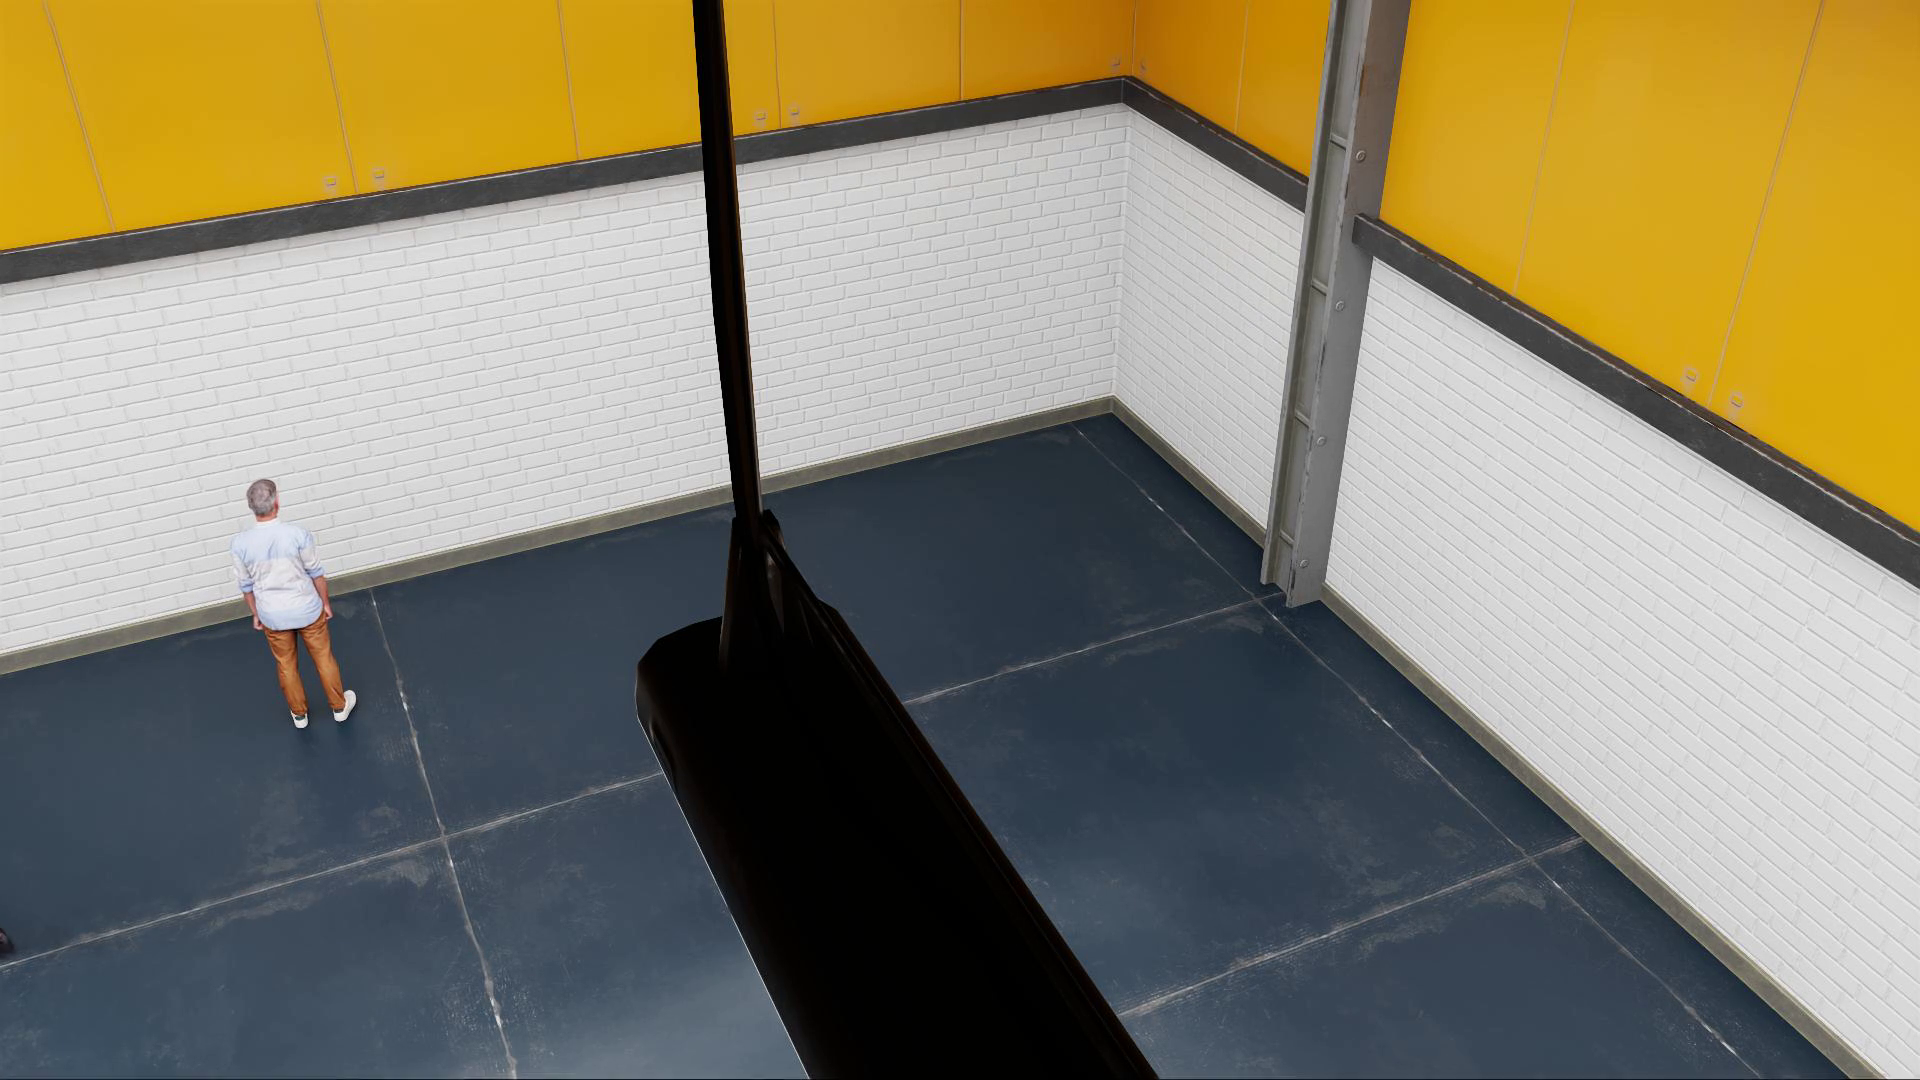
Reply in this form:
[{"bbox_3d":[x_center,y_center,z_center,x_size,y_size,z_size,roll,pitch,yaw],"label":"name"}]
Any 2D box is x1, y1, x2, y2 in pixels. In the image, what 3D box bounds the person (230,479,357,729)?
[{"bbox_3d":[-4.365,0.432,10.837,0.730,1.821,0.628,-8,34,-11],"label":"person"}]
